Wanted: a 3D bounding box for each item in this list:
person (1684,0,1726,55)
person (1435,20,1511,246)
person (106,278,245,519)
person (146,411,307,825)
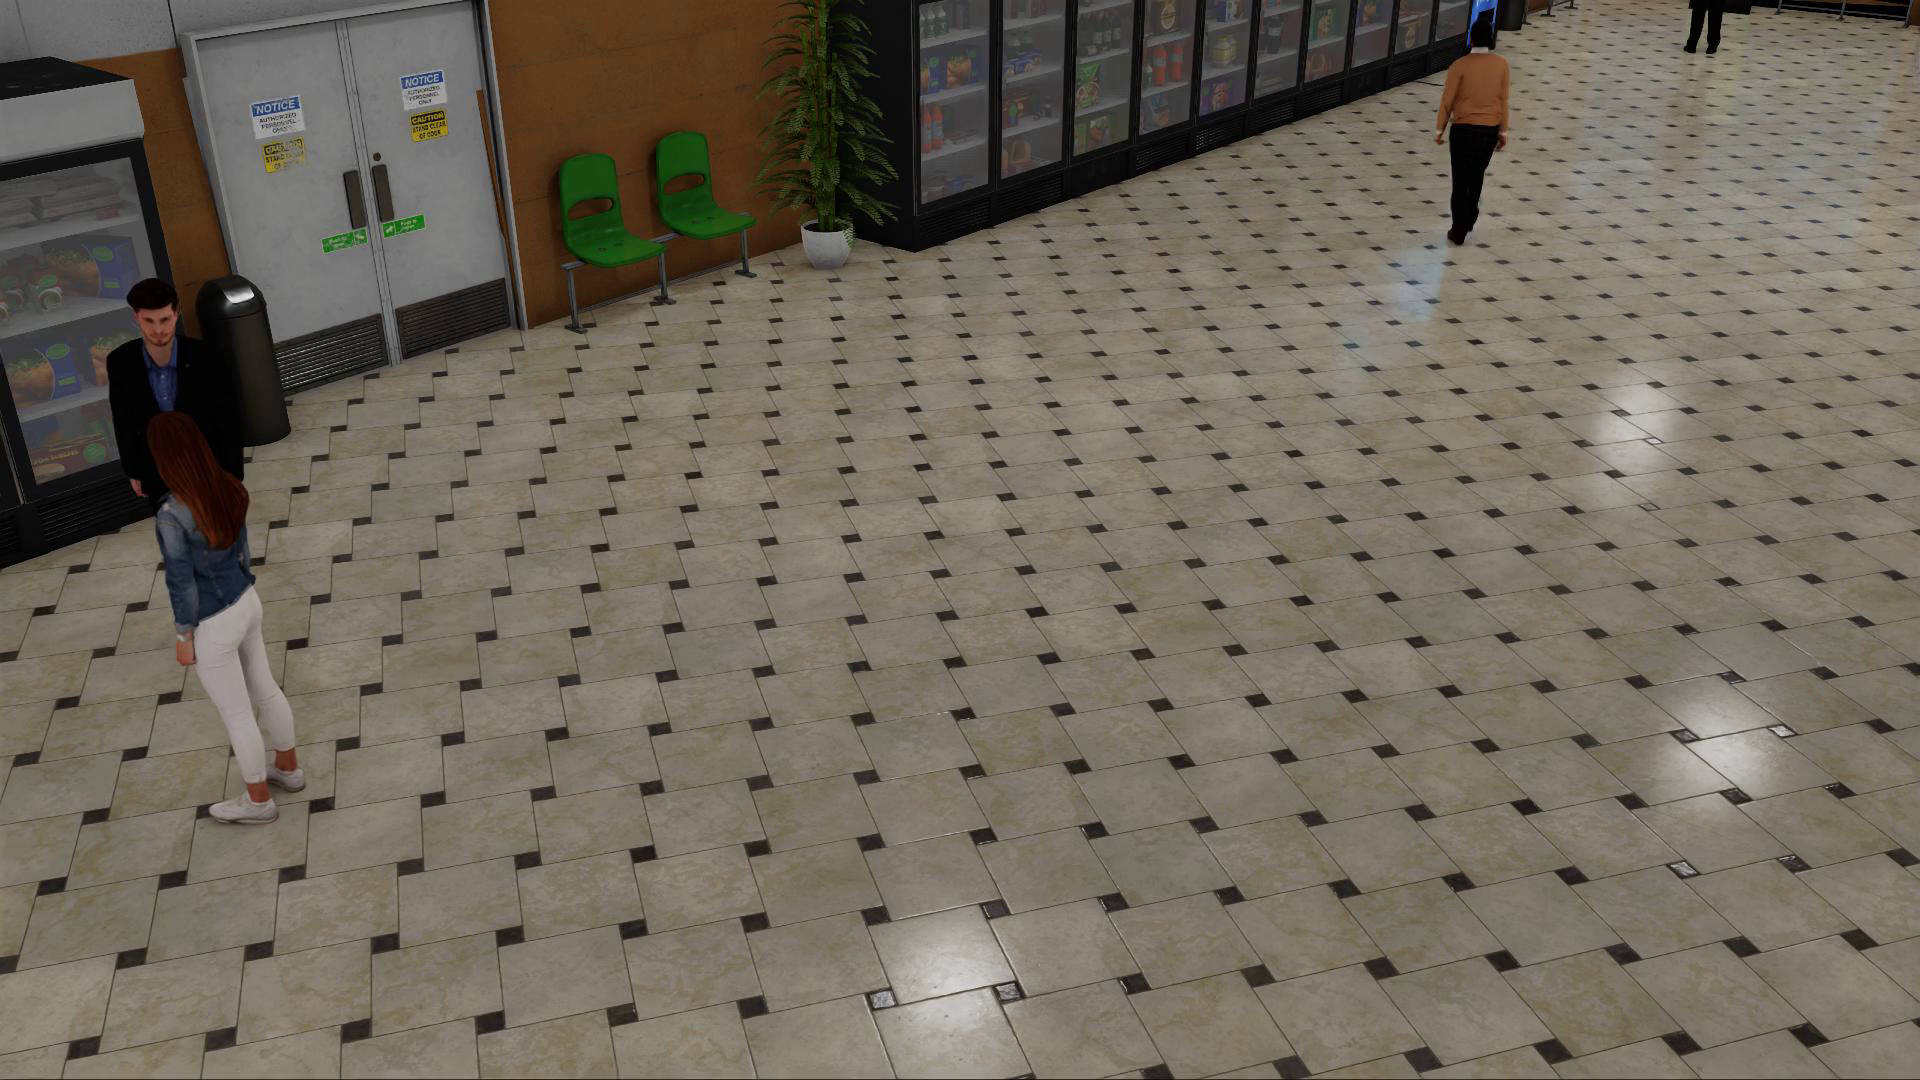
[{"bbox_3d":[9.351,-7.030,20.604,0.681,1.919,0.829,7,28,14],"label":"person"},{"bbox_3d":[4.130,-3.226,13.301,0.860,1.738,0.923,-1,27,-2],"label":"person"},{"bbox_3d":[-3.481,-0.324,7.500,1.070,1.810,1.308,-8,28,-15],"label":"person"},{"bbox_3d":[-2.818,0.304,6.386,0.684,1.698,0.677,4,27,7],"label":"person"}]
